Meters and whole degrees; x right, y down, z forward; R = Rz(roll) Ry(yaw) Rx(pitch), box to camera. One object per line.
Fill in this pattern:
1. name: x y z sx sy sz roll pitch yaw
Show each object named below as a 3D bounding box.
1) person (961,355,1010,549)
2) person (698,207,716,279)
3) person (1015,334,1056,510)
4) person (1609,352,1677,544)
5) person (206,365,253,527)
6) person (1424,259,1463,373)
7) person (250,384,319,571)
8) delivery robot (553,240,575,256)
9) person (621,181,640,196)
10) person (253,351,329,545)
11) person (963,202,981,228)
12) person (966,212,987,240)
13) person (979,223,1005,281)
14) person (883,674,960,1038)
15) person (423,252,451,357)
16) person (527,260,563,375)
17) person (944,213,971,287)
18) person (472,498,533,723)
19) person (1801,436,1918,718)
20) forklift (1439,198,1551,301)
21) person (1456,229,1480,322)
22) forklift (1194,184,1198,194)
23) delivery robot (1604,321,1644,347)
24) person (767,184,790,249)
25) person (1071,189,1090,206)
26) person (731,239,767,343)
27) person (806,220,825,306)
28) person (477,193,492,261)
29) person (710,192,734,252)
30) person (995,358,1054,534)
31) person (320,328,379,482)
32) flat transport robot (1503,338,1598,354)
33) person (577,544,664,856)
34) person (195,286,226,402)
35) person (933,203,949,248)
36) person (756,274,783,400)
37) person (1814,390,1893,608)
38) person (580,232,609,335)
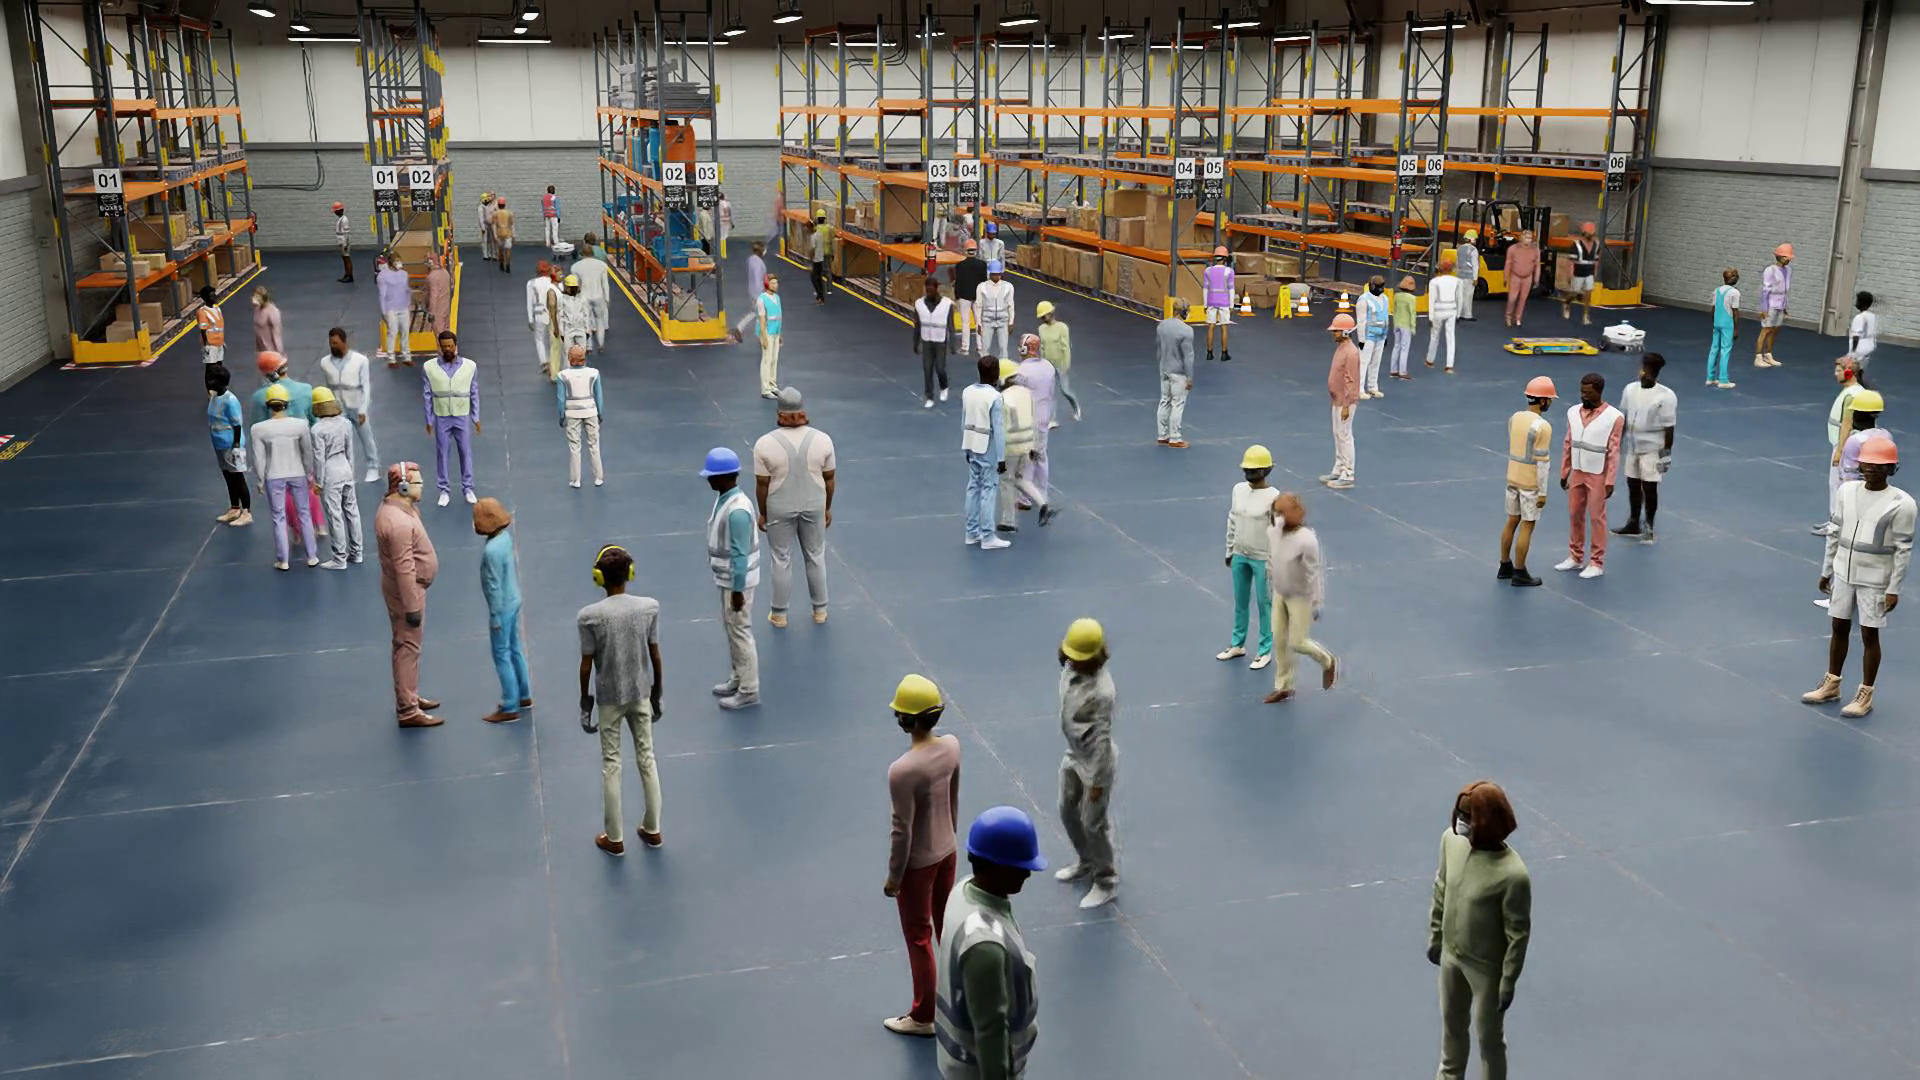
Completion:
1. person: 0.232 -0.872 16.453 0.370 1.916 0.597 -11 18 -35
2. person: -6.271 -7.476 41.152 0.373 1.997 0.615 -2 15 -9
3. person: 0.741 -1.281 18.015 0.410 1.909 0.643 12 19 38
4. person: 6.805 -0.936 16.662 0.392 1.945 0.766 -7 16 -23
5. person: -7.618 -0.982 17.290 0.542 1.696 0.316 14 20 43
6. person: 7.902 -3.657 27.122 0.596 1.826 1.012 -1 15 -2
7. person: -6.363 -0.586 15.669 0.526 1.769 0.330 -8 17 -28
8. delivery robot: -10.908 -8.012 45.756 0.477 0.478 0.707 4 15 15
9. person: -9.742 -9.645 49.323 0.623 1.989 0.400 -7 16 -24
10. person: -6.644 -0.913 16.531 0.645 1.961 0.402 -11 19 -36
11. person: 0.273 -7.522 41.558 0.551 1.892 1.015 -3 15 -13
12. person: 0.398 -7.088 40.130 0.531 1.772 0.301 -4 15 -16
13. person: 0.615 -5.406 33.481 0.610 1.941 0.405 -2 15 -9
14. person: -0.192 1.486 7.874 0.323 1.767 0.533 9 18 32
15. person: -8.654 -3.805 27.519 0.406 1.906 0.637 1 15 5
16. person: -6.607 -3.541 26.587 0.597 1.868 0.402 -6 16 -20
17. person: -0.126 -6.094 35.869 0.560 2.000 0.845 -12 19 -37
18. person: -3.284 0.493 11.893 0.302 1.624 0.512 -1 15 -3
19. person: 6.473 0.257 11.956 0.356 2.047 0.615 -7 17 -26
20. forklift: 11.913 -6.508 37.130 2.313 2.155 1.214 -4 15 -15
21. person: 10.129 -5.262 33.128 0.404 1.837 0.588 -6 16 -20
22. forklift: 7.392 -11.333 53.972 1.873 2.768 1.129 -4 15 -15
23. delivery robot: 11.638 -3.599 29.148 0.477 0.478 0.707 -6 16 -21
24. person: -5.238 -9.368 48.314 0.691 1.972 0.632 6 16 23
25. person: 3.321 -8.780 46.193 0.591 1.926 0.386 8 17 29
26. person: -3.694 -4.425 29.839 0.765 1.920 0.635 -4 15 -15
27. person: -3.084 -5.968 35.808 0.381 1.835 0.656 3 15 13
28. person: -12.962 -8.569 45.579 0.403 1.835 0.586 2 15 8
29. person: -6.687 -8.904 46.924 0.633 1.783 0.995 3 15 10
30. person: 0.580 -0.935 16.916 0.630 1.811 0.603 11 19 36
31. person: -6.967 -1.499 18.952 0.590 1.853 1.054 1 15 4
32. flat transport robot: 10.344 -3.406 29.145 1.431 0.197 0.652 0 15 0
33. person: -1.981 0.940 9.750 0.514 1.862 0.325 -8 17 -28
34. person: -10.972 -2.880 24.436 0.318 1.696 0.532 1 15 4
35. person: -0.583 -9.623 49.531 0.620 1.845 0.429 -10 18 -32
36. person: -2.822 -3.025 24.686 0.389 1.850 0.566 5 16 18
37. person: 7.771 -0.340 14.432 0.593 1.926 0.366 -10 18 -33
38. person: -6.906 -4.839 31.370 0.368 1.930 0.627 9 18 31
